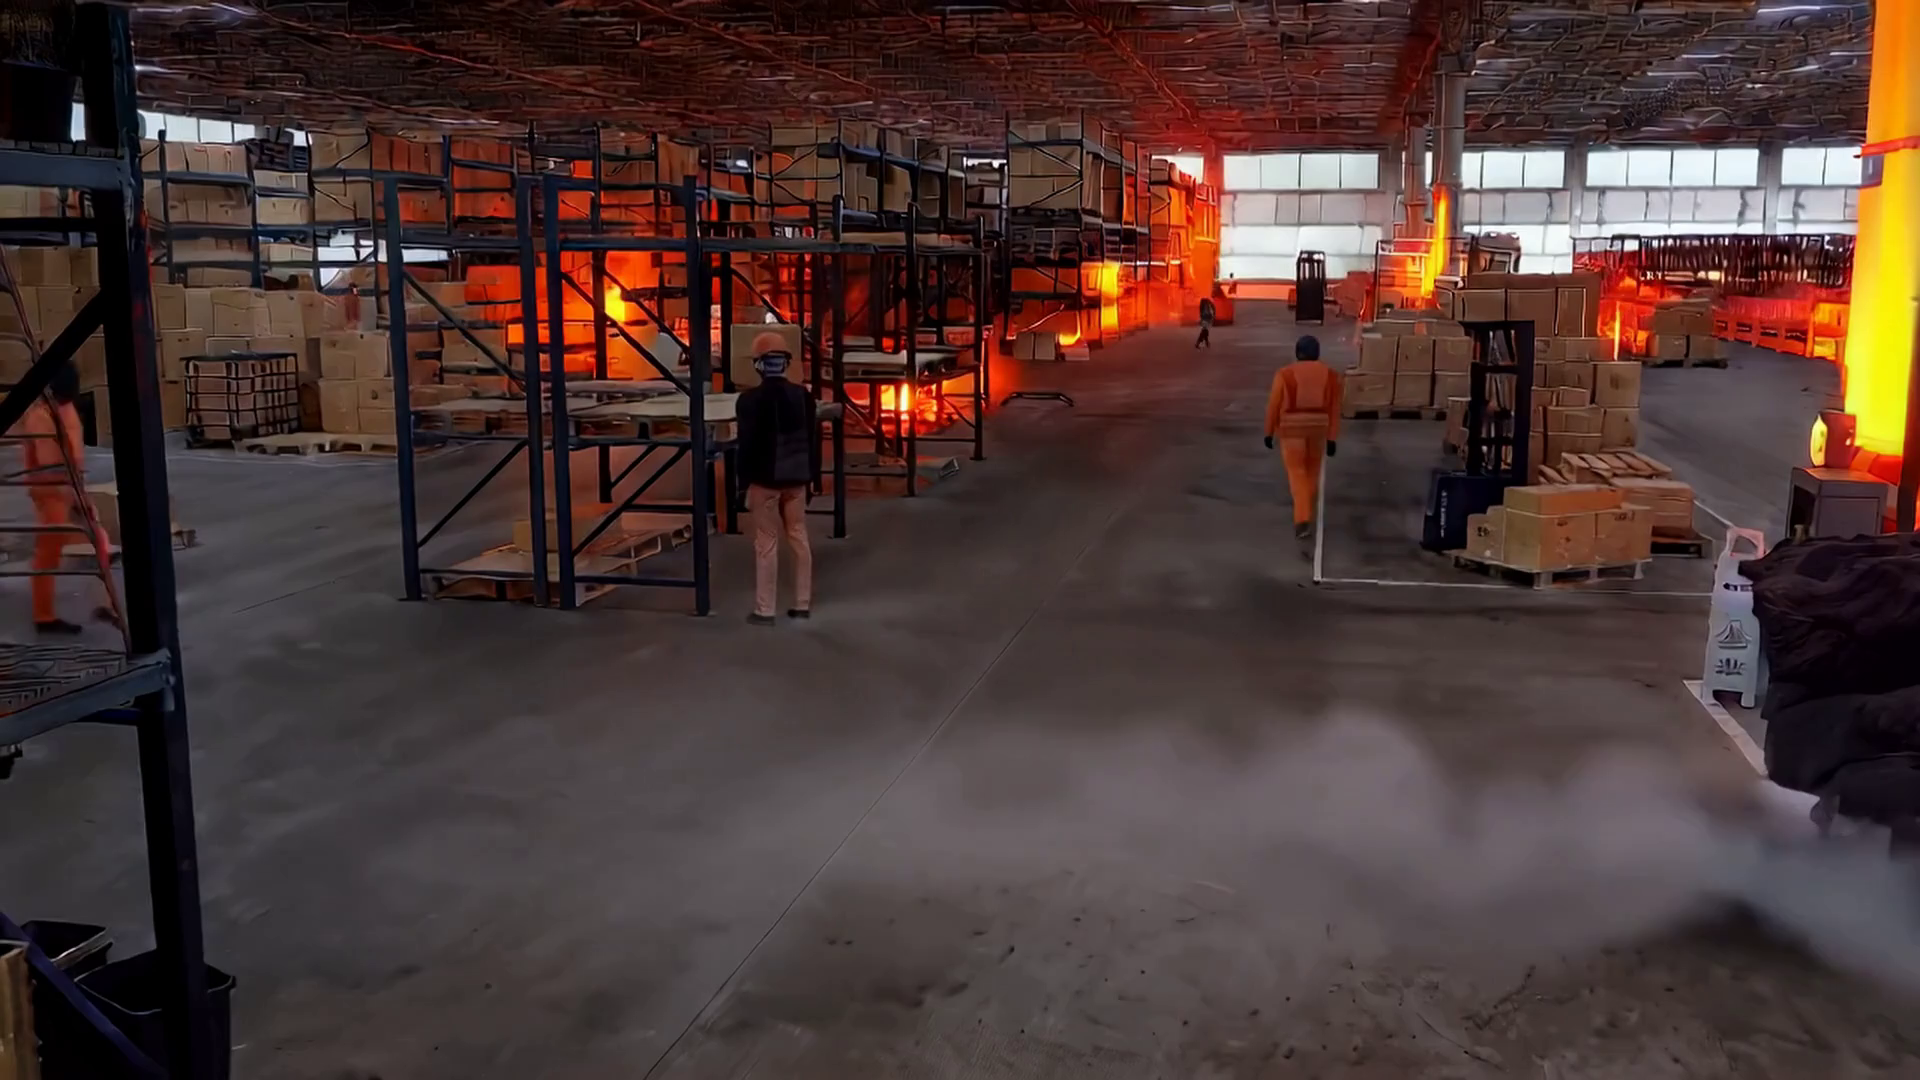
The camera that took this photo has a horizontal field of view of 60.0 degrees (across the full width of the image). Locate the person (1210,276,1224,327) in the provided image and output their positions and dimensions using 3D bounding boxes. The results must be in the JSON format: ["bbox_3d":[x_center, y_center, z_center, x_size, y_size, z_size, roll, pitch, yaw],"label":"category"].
[{"bbox_3d":[9.247,-8.659,60.525,0.764,1.861,0.800,7,12,36],"label":"person"}]

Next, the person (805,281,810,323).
[{"bbox_3d":[-6.008,-9.255,64.721,0.589,1.609,0.532,2,10,13],"label":"person"}]

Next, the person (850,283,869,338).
[{"bbox_3d":[-2.553,-5.580,42.187,0.687,1.882,0.654,-8,13,-40],"label":"person"}]

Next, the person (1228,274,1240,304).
[{"bbox_3d":[14.974,-13.768,91.236,0.579,1.694,0.850,-9,13,-44],"label":"person"}]

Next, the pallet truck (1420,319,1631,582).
[{"bbox_3d":[4.543,-0.757,13.299,0.823,1.965,1.885,-4,10,-22],"label":"pallet truck"}]

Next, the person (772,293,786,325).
[{"bbox_3d":[-4.229,-4.921,38.847,0.318,1.697,0.536,0,10,2],"label":"person"}]

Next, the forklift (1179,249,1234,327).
[{"bbox_3d":[8.990,-9.194,60.649,1.873,2.768,1.129,0,10,-2],"label":"forklift"}]

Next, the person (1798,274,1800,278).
[{"bbox_3d":[39.450,-11.661,78.542,0.657,1.777,0.754,-7,12,-34],"label":"person"}]

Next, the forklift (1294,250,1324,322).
[{"bbox_3d":[13.778,-10.002,65.433,1.129,2.768,1.873,2,10,12],"label":"forklift"}]

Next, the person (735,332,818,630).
[{"bbox_3d":[-1.236,-0.392,11.162,0.608,1.990,0.385,-7,12,-35],"label":"person"}]

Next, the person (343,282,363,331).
[{"bbox_3d":[-15.394,-5.618,42.384,0.997,1.887,0.661,0,10,2],"label":"person"}]

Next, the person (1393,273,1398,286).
[{"bbox_3d":[23.070,-13.272,88.196,0.485,1.735,0.346,-7,12,-37],"label":"person"}]

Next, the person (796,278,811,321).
[{"bbox_3d":[-6.087,-9.469,65.714,0.915,1.719,0.559,4,11,24],"label":"person"}]

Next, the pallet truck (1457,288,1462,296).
[{"bbox_3d":[20.506,-9.785,68.819,0.653,1.274,1.630,2,10,12],"label":"pallet truck"}]

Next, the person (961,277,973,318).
[{"bbox_3d":[0.205,-9.246,64.194,0.987,1.792,0.585,3,10,19],"label":"person"}]

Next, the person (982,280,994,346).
[{"bbox_3d":[0.690,-6.558,47.872,0.571,1.923,0.639,1,10,7],"label":"person"}]

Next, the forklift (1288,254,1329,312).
[{"bbox_3d":[16.265,-12.032,77.457,1.873,2.768,1.129,2,10,12],"label":"forklift"}]

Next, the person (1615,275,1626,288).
[{"bbox_3d":[28.753,-10.645,72.453,0.591,1.806,0.866,-6,11,-32],"label":"person"}]

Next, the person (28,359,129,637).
[{"bbox_3d":[-5.769,-0.274,10.850,0.745,1.854,0.585,-1,10,-4],"label":"person"}]

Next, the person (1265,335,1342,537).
[{"bbox_3d":[3.115,-0.943,15.006,0.624,1.805,0.920,-1,10,-7],"label":"person"}]

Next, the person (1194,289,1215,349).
[{"bbox_3d":[6.687,-6.047,45.607,0.769,1.670,0.535,-7,12,-35],"label":"person"}]
